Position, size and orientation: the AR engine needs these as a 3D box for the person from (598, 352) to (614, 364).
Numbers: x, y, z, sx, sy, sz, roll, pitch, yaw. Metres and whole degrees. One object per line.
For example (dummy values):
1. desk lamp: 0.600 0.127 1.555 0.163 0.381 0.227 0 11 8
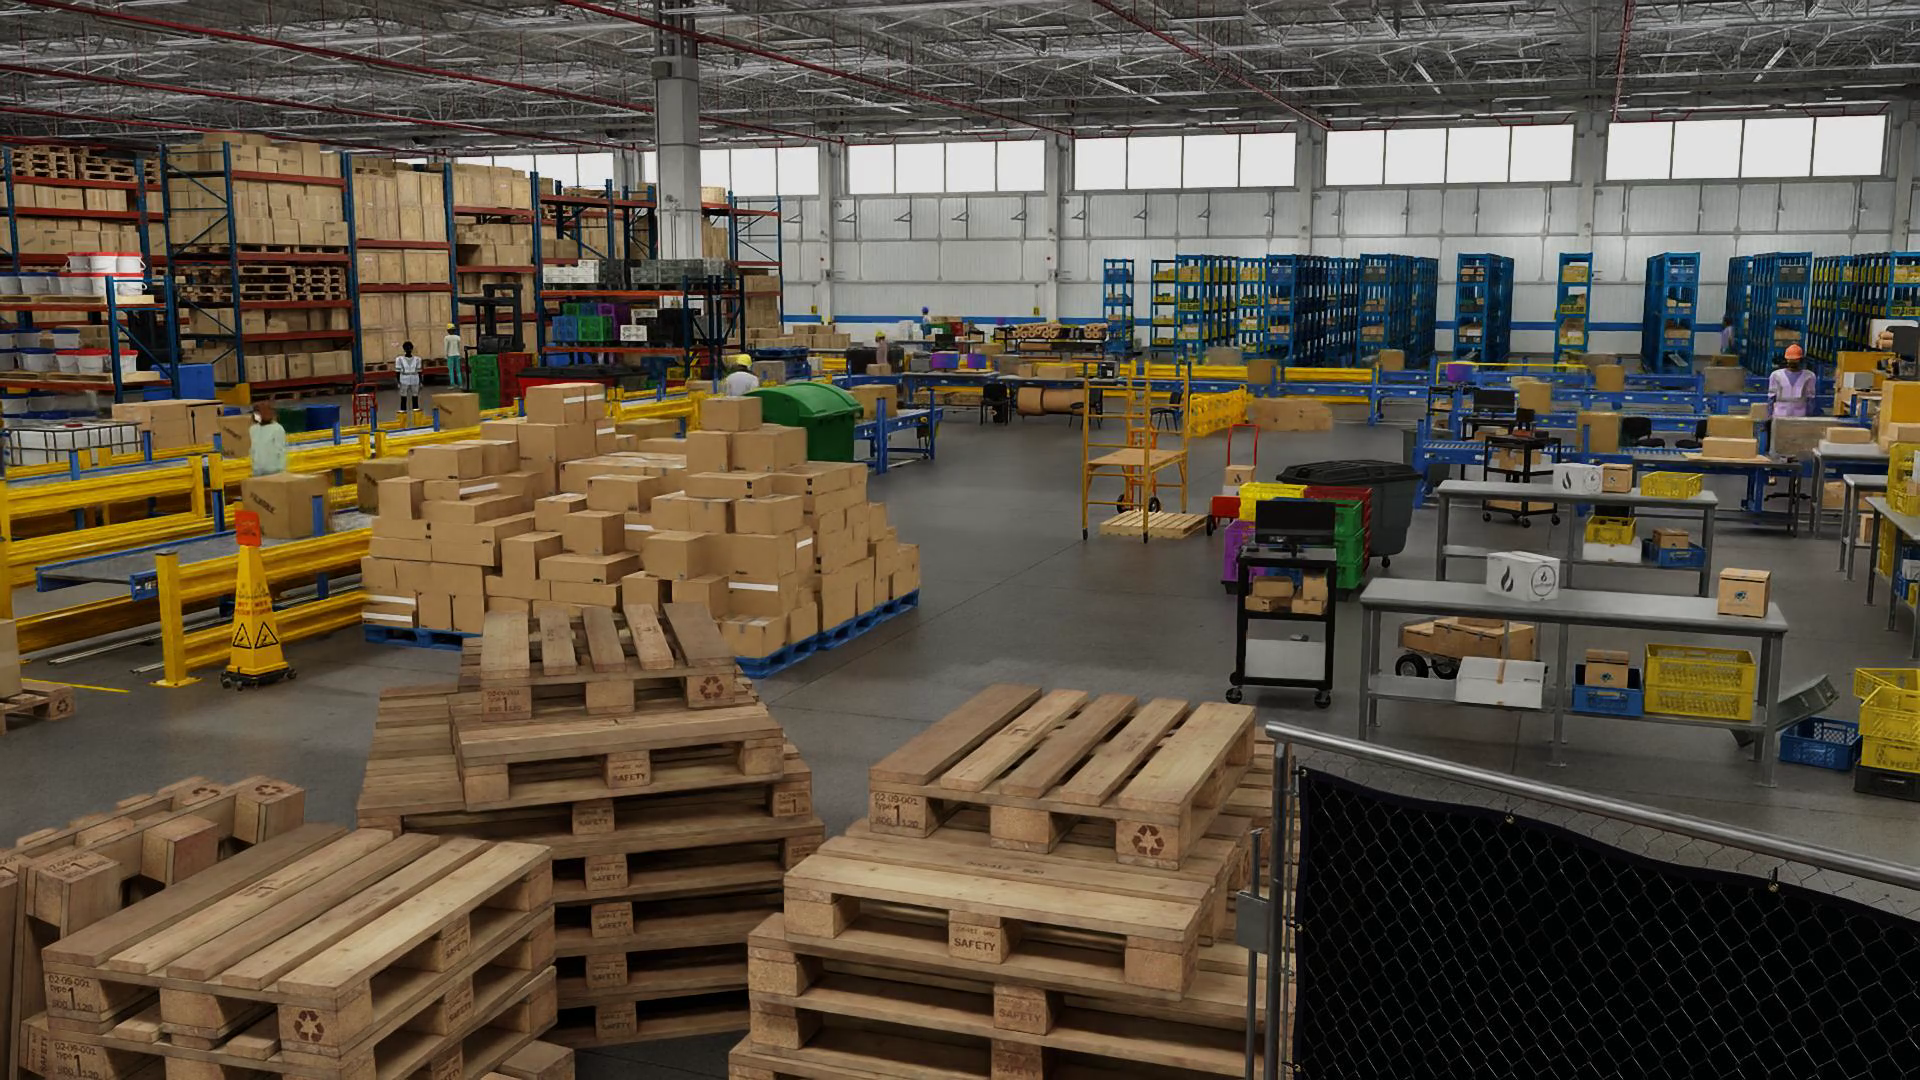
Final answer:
1. person: -7.962 -3.906 37.571 0.373 1.934 0.551 3 9 18

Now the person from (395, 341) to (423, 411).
1. person: -11.167 -3.175 33.728 0.529 1.697 0.321 -5 10 -29

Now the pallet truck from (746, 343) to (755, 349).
1. pallet truck: -6.183 -4.618 44.264 1.601 1.201 0.680 -9 12 -43

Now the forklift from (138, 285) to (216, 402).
1. forklift: -17.480 -4.200 36.461 1.873 2.768 1.129 3 10 19

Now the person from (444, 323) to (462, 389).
1. person: -13.515 -4.884 44.277 0.339 1.757 0.518 6 11 32

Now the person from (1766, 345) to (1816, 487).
1. person: 11.915 -1.778 23.873 0.615 2.040 0.391 4 10 25

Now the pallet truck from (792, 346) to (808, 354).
1. pallet truck: -3.705 -4.298 42.022 0.653 1.274 1.630 3 10 20

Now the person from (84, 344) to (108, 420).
1. person: -18.064 -3.288 34.732 0.816 1.588 0.523 4 10 24

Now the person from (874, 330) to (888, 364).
1. person: -1.843 -4.009 38.761 0.366 1.752 0.549 1 9 9

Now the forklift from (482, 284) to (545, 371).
1. forklift: -10.832 -4.702 39.610 1.129 2.768 1.873 3 10 20

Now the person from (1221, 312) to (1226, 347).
1. person: 9.302 -7.194 58.552 0.403 1.833 0.593 -5 10 -30

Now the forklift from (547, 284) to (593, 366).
1. forklift: -11.009 -6.105 48.425 1.873 2.768 1.129 -5 10 -30

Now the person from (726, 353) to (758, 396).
1. person: -3.453 -2.053 26.341 0.598 1.805 0.792 4 10 22

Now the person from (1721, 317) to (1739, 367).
1. person: 22.678 -5.660 48.985 0.763 1.817 0.578 3 10 18

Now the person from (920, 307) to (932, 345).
1. person: -1.141 -7.417 59.694 0.890 1.922 0.604 4 10 23

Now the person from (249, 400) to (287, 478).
1. person: -7.905 -0.805 19.090 0.512 1.614 0.503 3 10 20
